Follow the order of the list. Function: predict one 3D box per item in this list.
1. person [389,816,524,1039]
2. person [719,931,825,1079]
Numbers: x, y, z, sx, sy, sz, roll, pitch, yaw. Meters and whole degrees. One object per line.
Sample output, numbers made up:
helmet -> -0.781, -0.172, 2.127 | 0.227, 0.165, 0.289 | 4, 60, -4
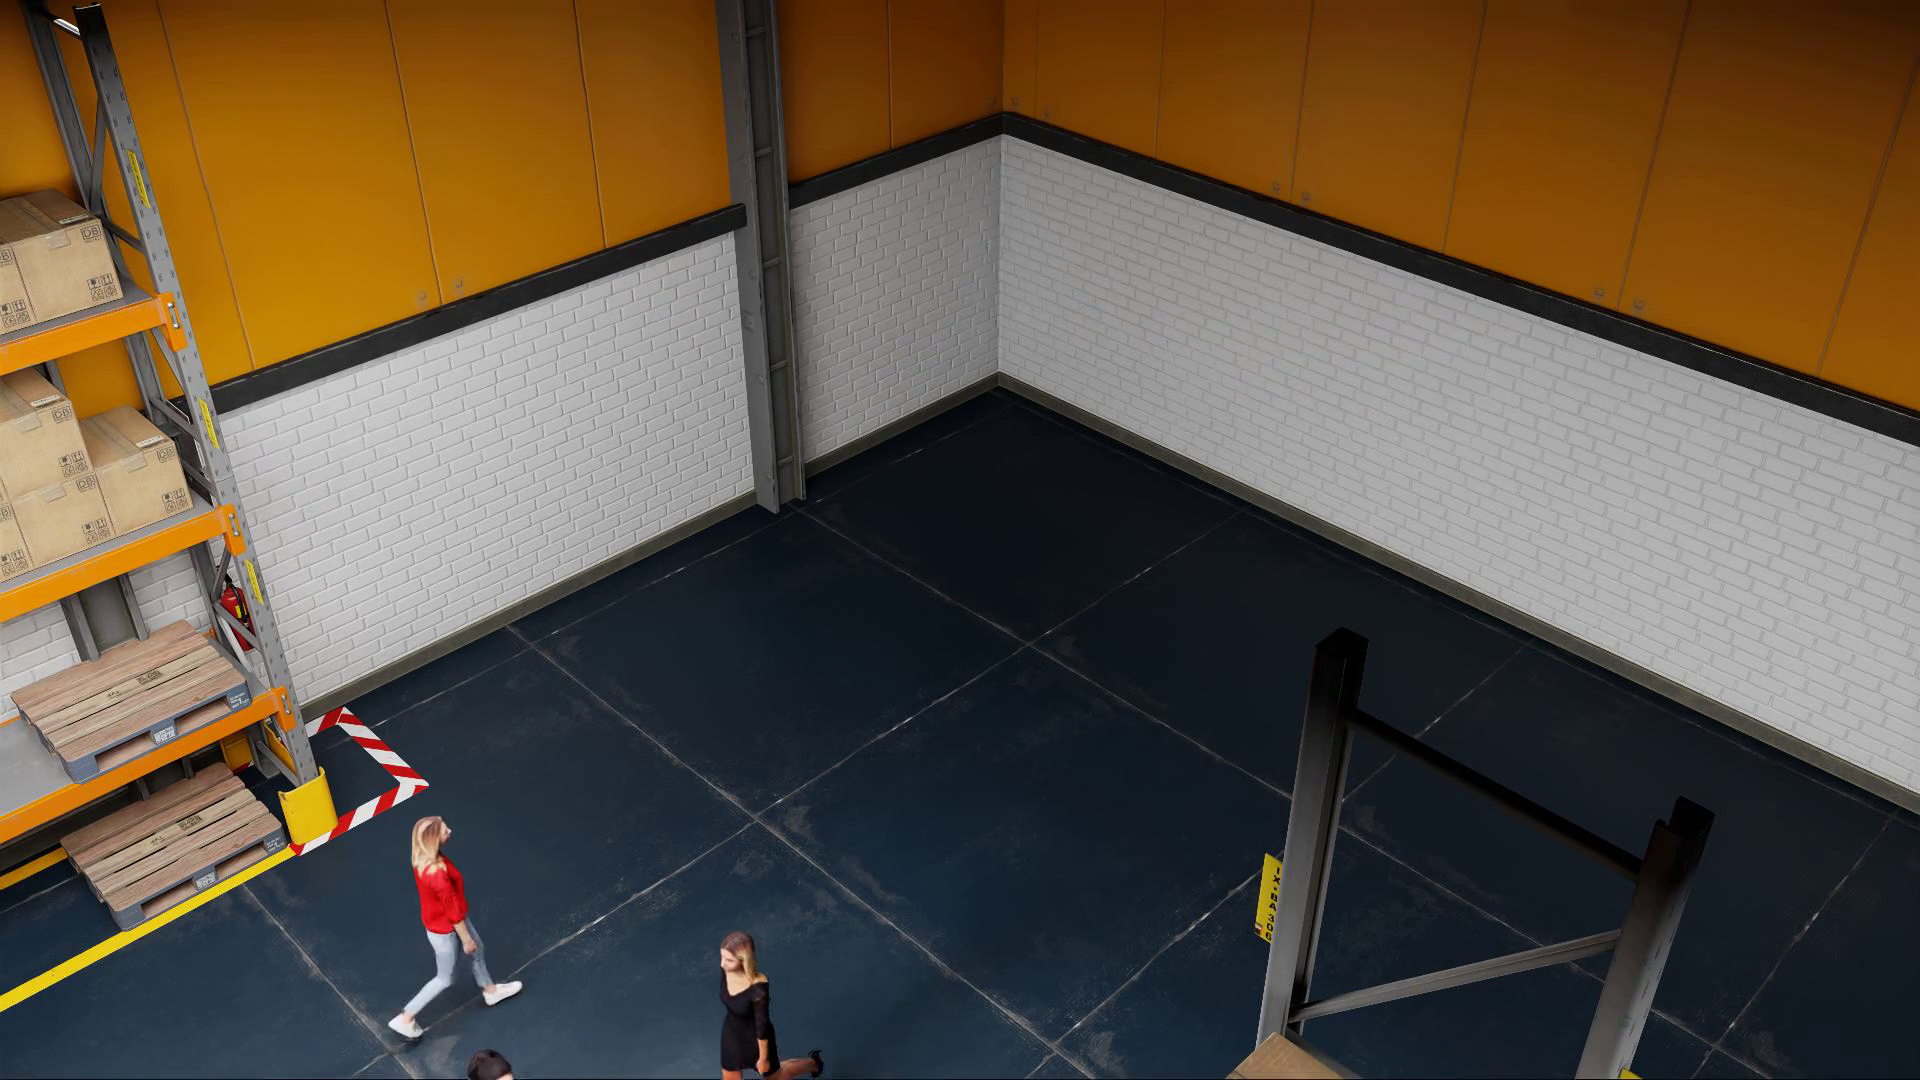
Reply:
person -> -3.258, 2.429, 10.315 | 1.143, 1.680, 0.796 | -19, 38, -26
person -> -1.144, 2.867, 9.686 | 0.558, 1.647, 1.014 | 28, 43, 35
